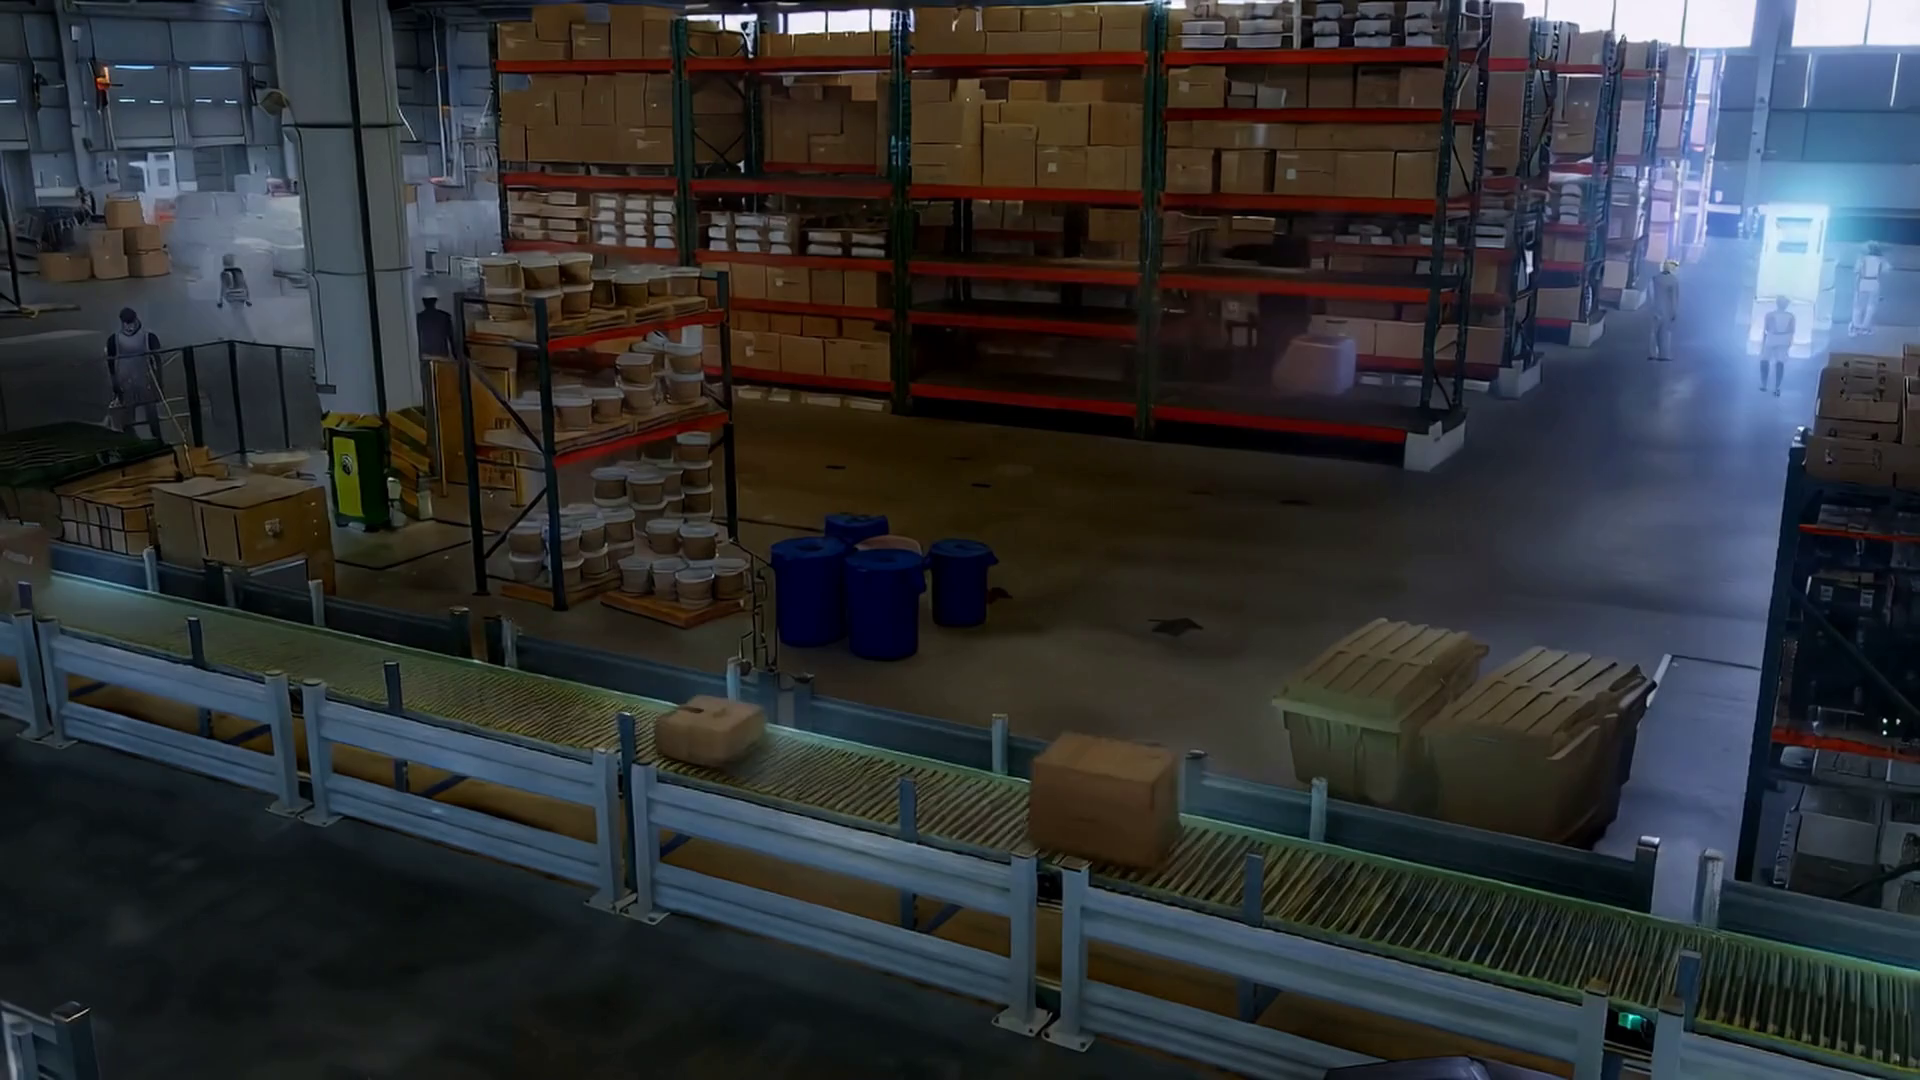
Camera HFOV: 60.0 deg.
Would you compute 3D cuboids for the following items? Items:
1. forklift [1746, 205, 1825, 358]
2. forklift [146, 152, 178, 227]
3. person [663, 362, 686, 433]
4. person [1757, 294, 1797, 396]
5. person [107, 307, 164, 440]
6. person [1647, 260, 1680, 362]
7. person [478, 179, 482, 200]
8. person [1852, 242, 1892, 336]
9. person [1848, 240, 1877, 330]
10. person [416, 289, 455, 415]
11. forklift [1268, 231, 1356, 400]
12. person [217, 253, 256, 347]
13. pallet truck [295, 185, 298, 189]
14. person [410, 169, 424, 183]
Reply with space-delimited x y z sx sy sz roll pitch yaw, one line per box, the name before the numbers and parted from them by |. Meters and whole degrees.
forklift | 15.860 -4.987 31.849 1.129 2.768 1.873 8 17 27
forklift | -30.086 -13.242 62.882 1.873 2.768 1.129 8 17 28
person | -3.586 -1.316 20.269 0.925 1.710 0.549 10 18 34
person | 13.544 -3.250 27.610 0.560 1.675 0.543 1 15 3
person | -11.353 -2.189 22.938 0.673 2.000 0.536 -5 16 -19
person | 13.195 -4.287 31.104 0.400 1.901 0.646 -5 16 -18
person | -17.647 -12.289 61.147 0.661 1.910 0.832 11 19 37
person | 18.695 -5.131 34.099 0.803 1.979 0.637 -10 18 -33
person | 19.278 -5.435 35.426 0.636 1.900 0.399 -14 20 -42
person | -8.226 -2.946 25.975 0.633 1.947 1.016 -11 18 -35
forklift | 5.282 -3.542 26.414 1.873 2.768 1.129 8 17 28
person | -14.414 -4.743 32.916 0.972 1.832 0.597 3 15 12
pallet truck | -26.804 -14.617 69.738 1.885 1.965 0.823 -14 20 -42
person | -23.074 -14.867 70.838 0.644 1.916 0.602 3 15 10
